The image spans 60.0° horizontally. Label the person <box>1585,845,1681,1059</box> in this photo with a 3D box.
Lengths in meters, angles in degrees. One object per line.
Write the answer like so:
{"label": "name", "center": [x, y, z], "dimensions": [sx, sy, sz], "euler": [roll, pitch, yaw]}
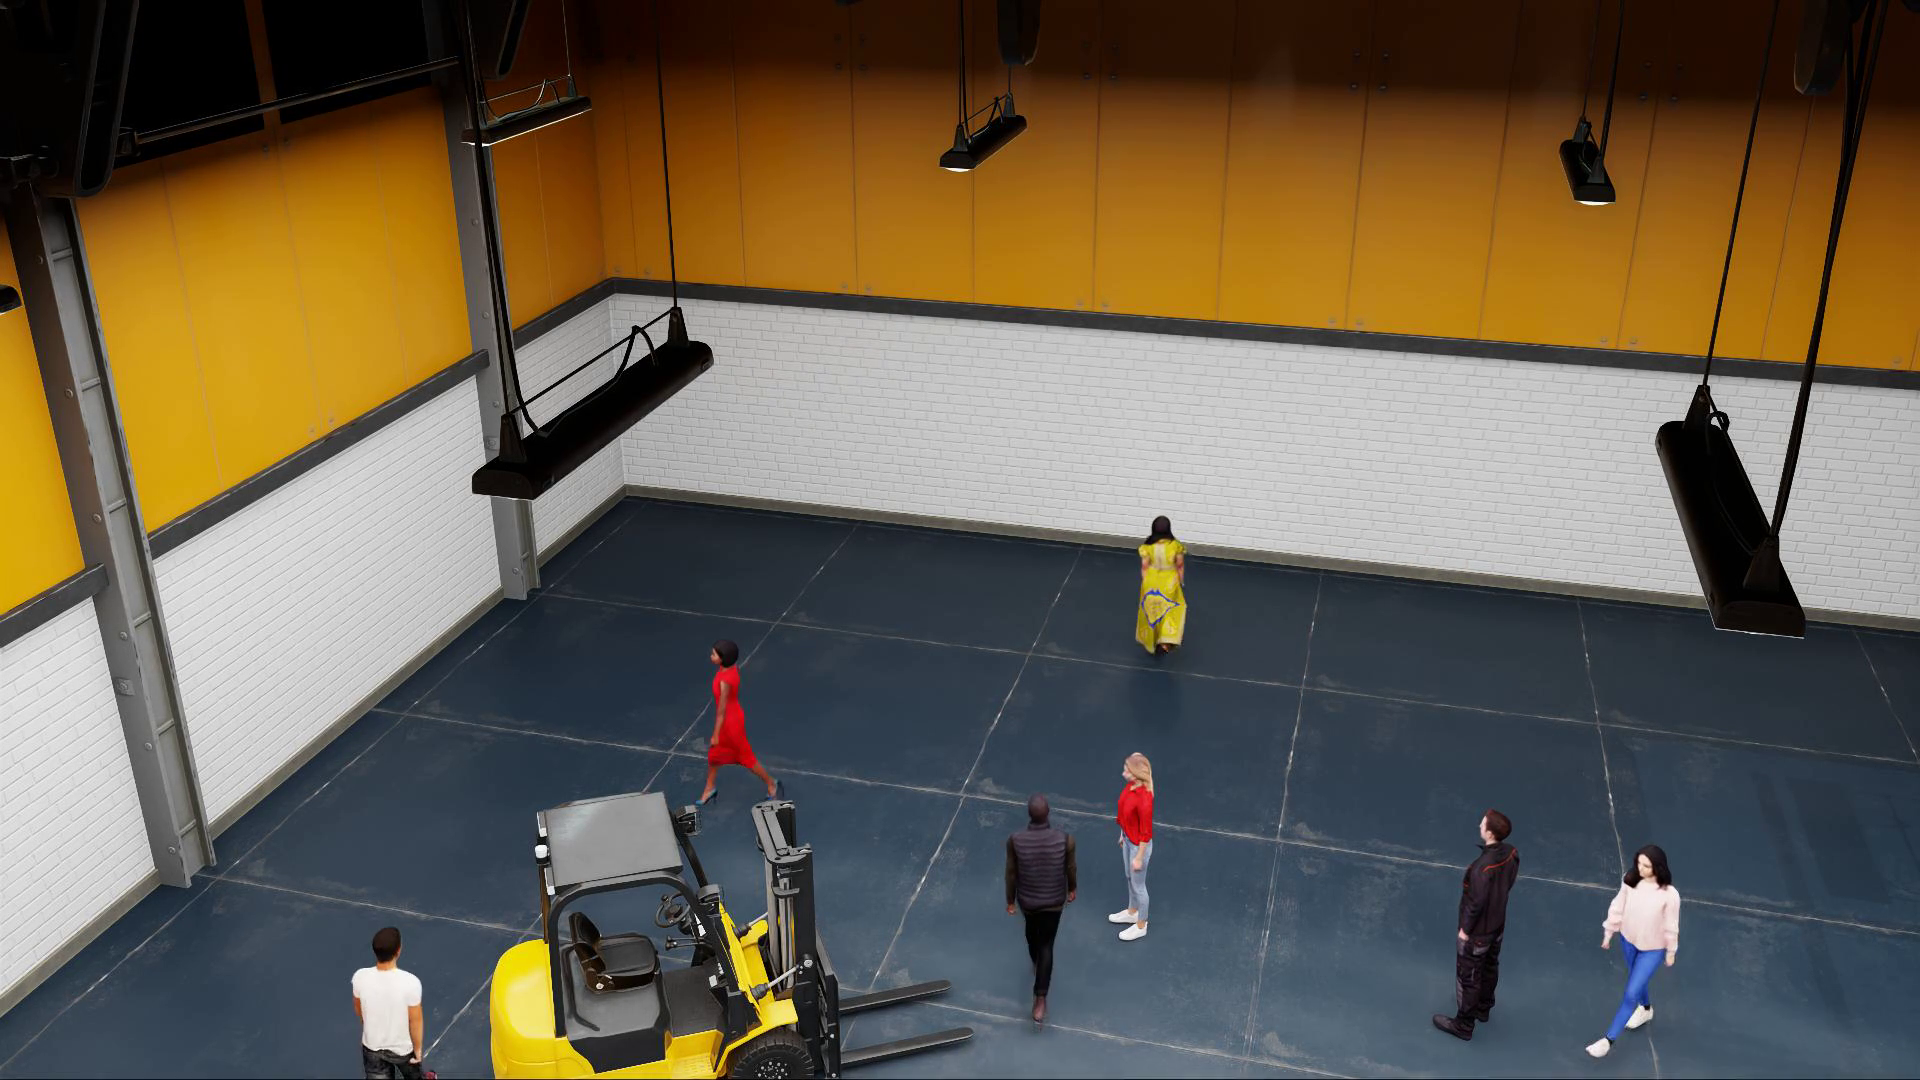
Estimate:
{"label": "person", "center": [5.138, 3.009, 12.415], "dimensions": [1.225, 1.713, 1.130], "euler": [-15, 28, -30]}

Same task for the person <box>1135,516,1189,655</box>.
{"label": "person", "center": [2.202, 0.538, 18.149], "dimensions": [0.743, 1.648, 0.880], "euler": [5, 24, 11]}

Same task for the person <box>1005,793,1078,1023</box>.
{"label": "person", "center": [0.620, 2.822, 12.747], "dimensions": [0.820, 1.790, 1.213], "euler": [3, 24, 6]}

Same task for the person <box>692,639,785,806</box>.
{"label": "person", "center": [-2.027, 1.735, 15.350], "dimensions": [0.980, 1.696, 1.105], "euler": [-5, 24, -10]}

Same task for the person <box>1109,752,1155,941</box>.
{"label": "person", "center": [1.442, 2.487, 13.618], "dimensions": [0.746, 1.706, 0.614], "euler": [-6, 24, -12]}

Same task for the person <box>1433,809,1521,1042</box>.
{"label": "person", "center": [3.920, 2.864, 12.495], "dimensions": [0.728, 1.914, 0.841], "euler": [-20, 31, -38]}

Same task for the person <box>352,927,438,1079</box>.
{"label": "person", "center": [-3.879, 3.503, 11.247], "dimensions": [0.943, 1.743, 1.243], "euler": [-3, 24, -7]}
